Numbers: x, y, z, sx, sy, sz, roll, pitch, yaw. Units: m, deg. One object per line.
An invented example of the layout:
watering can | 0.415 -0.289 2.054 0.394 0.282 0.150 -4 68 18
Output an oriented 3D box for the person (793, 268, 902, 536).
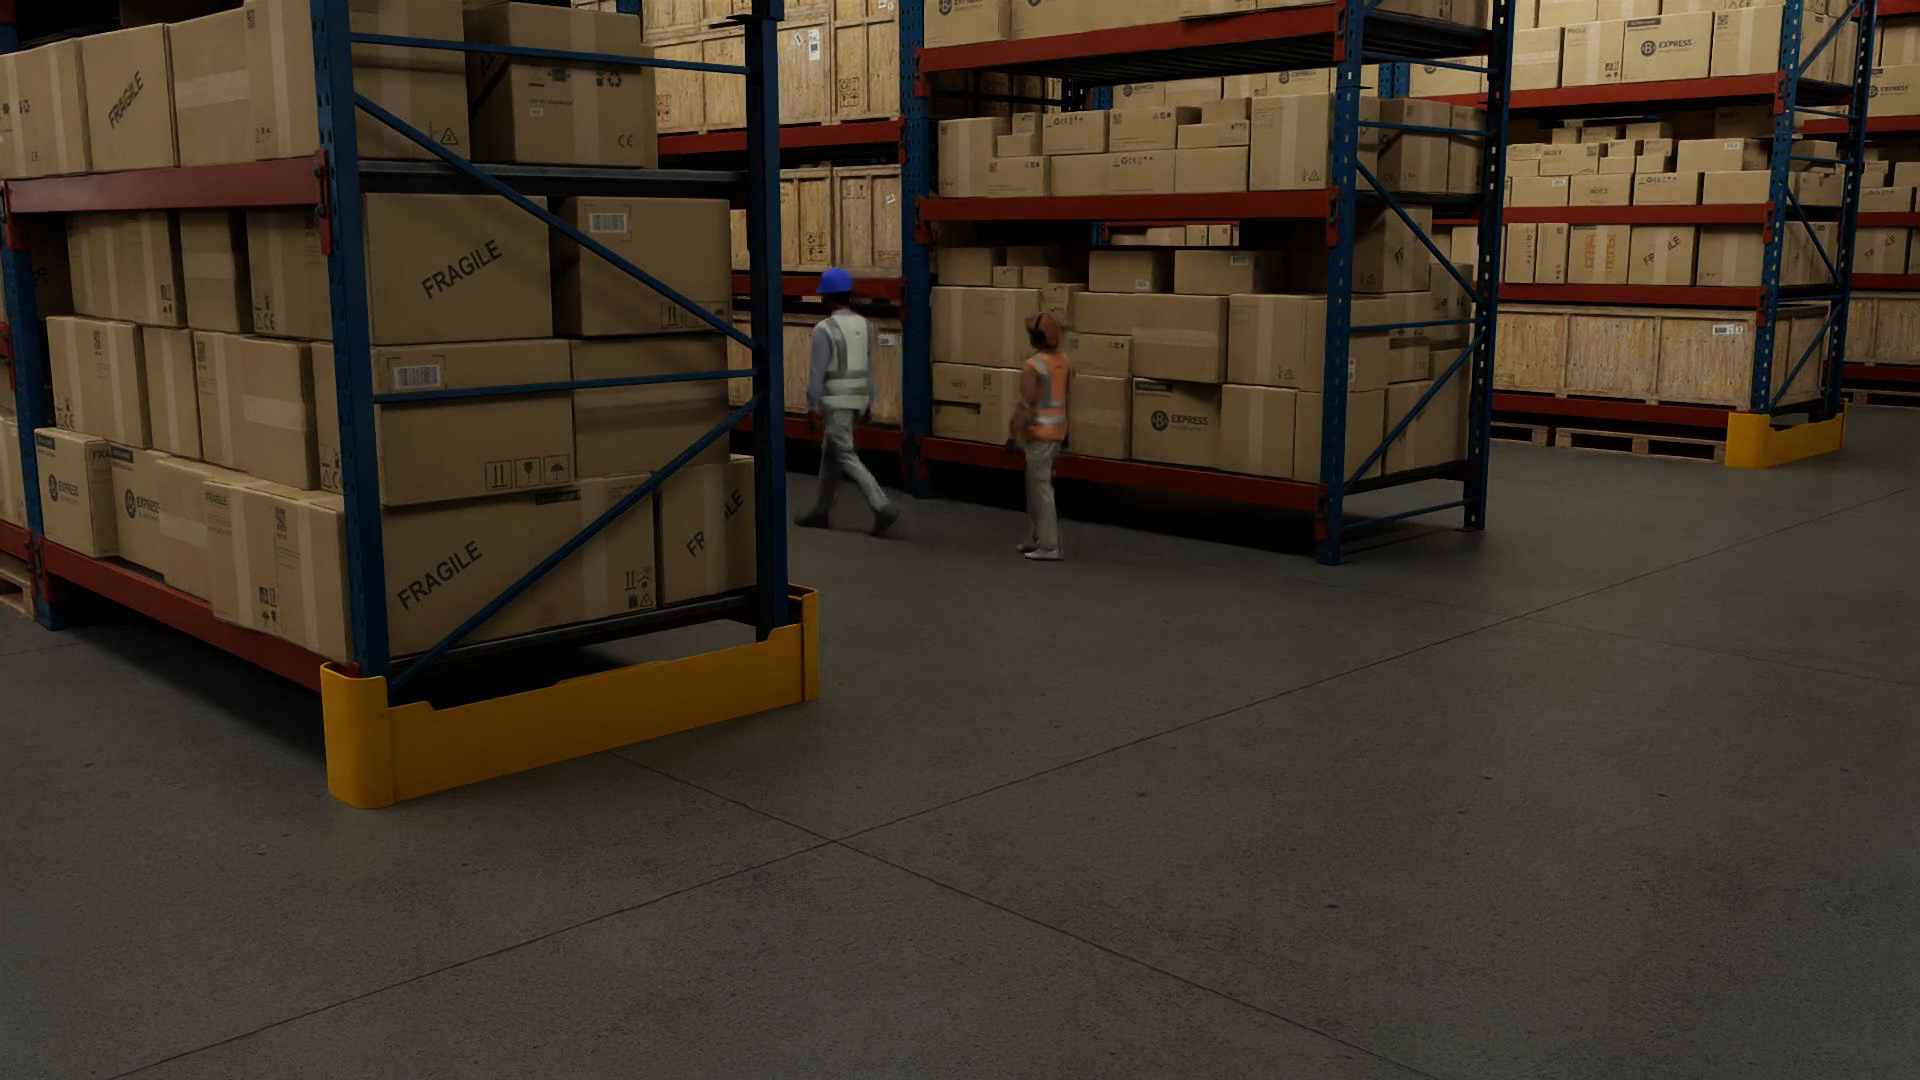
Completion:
person | -0.807 -0.979 11.848 0.956 1.911 0.619 6 12 31

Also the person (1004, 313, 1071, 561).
person | 0.467 -0.675 10.955 0.563 1.620 0.536 7 12 32
